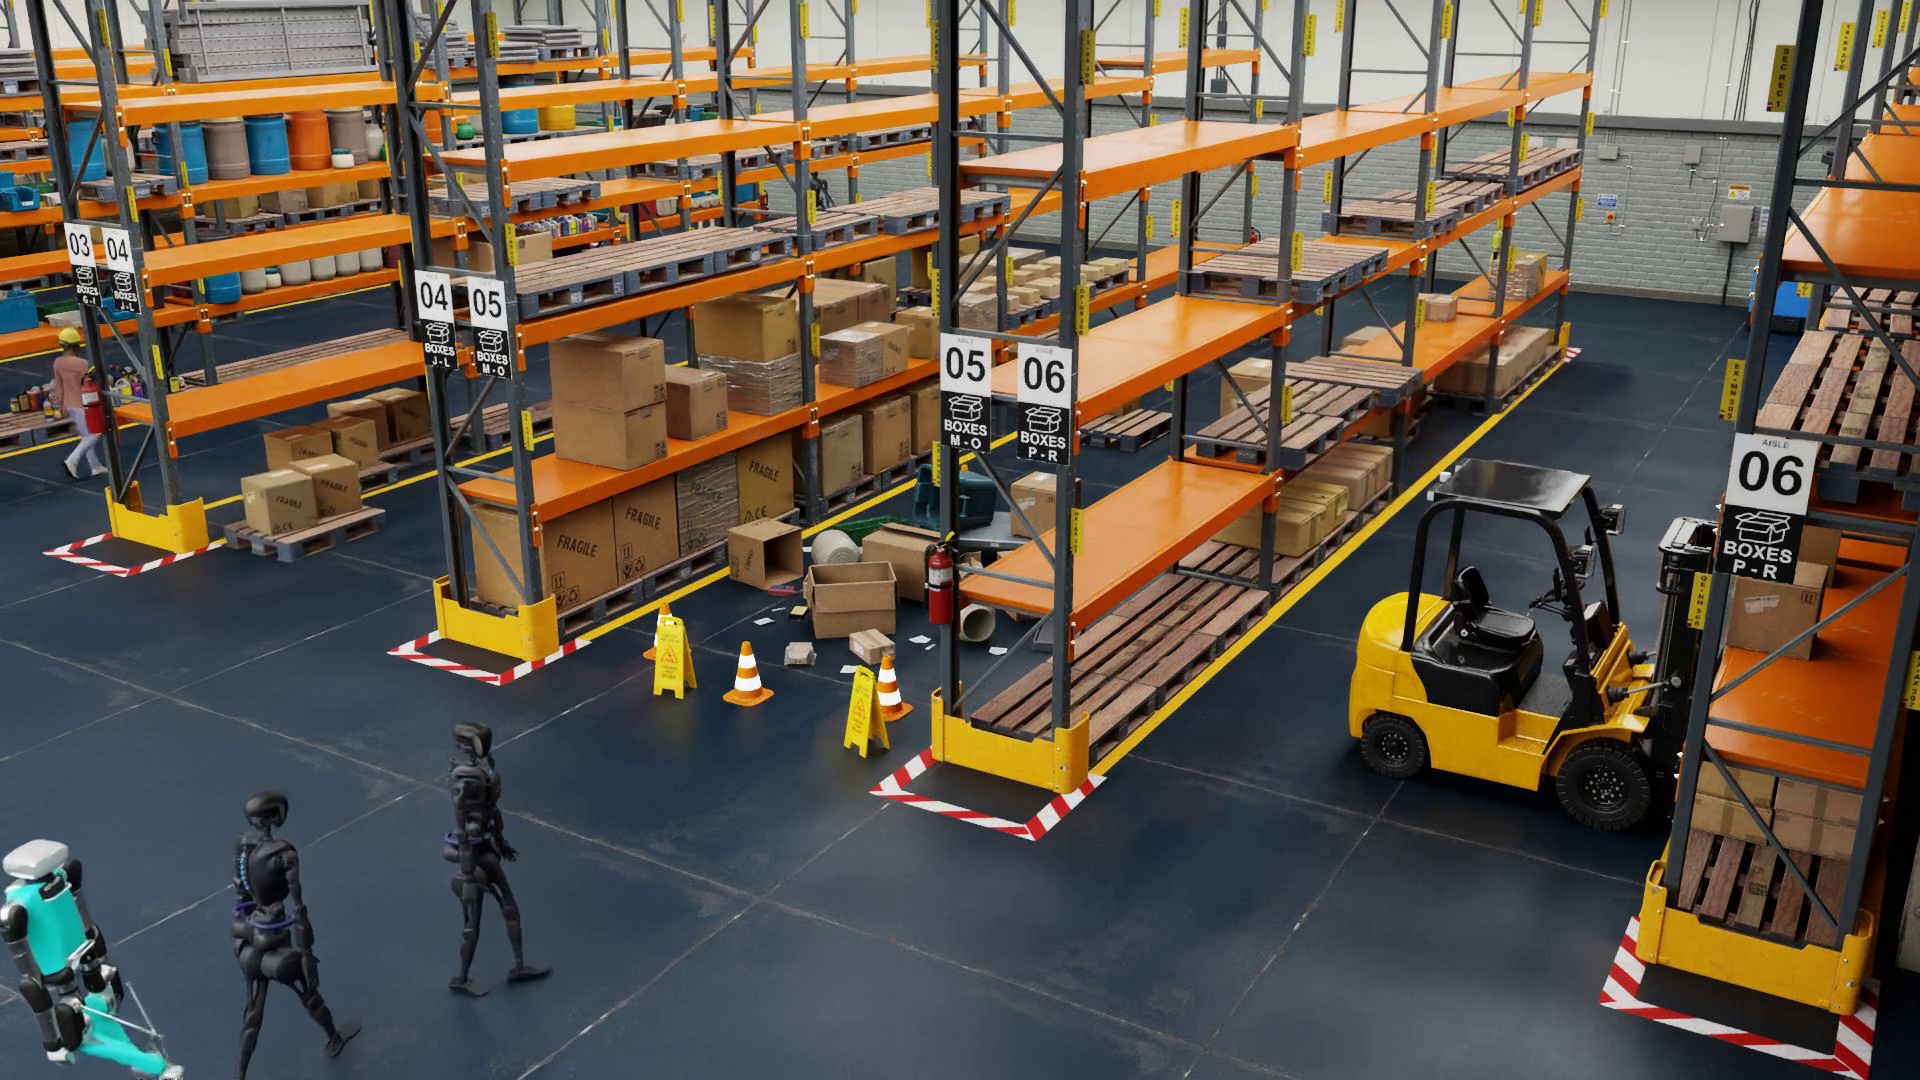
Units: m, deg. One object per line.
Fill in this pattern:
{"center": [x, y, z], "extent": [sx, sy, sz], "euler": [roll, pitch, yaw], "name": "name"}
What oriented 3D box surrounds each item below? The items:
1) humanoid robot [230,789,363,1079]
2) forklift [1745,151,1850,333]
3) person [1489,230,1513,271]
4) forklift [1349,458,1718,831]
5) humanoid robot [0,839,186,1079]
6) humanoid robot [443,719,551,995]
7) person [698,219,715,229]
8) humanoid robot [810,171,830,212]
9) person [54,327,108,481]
{"center": [-3.539, 2.044, 8.600], "extent": [0.600, 1.636, 0.760], "euler": [13, 23, 33], "name": "humanoid robot"}
{"center": [13.620, -4.667, 26.137], "extent": [1.873, 2.768, 1.129], "euler": [11, 22, 29], "name": "forklift"}
{"center": [8.987, -4.575, 27.654], "extent": [0.317, 1.694, 0.539], "euler": [16, 24, 38], "name": "person"}
{"center": [3.988, 0.658, 11.776], "extent": [2.313, 2.155, 1.214], "euler": [11, 22, 29], "name": "forklift"}
{"center": [-3.964, 2.246, 7.895], "extent": [0.994, 1.757, 0.532], "euler": [2, 19, 4], "name": "humanoid robot"}
{"center": [-2.655, 1.774, 9.332], "extent": [0.520, 1.642, 0.596], "euler": [1, 19, 4], "name": "humanoid robot"}
{"center": [-5.317, -7.003, 34.697], "extent": [0.483, 1.686, 0.350], "euler": [-1, 19, -2], "name": "person"}
{"center": [-2.937, -6.915, 34.527], "extent": [0.609, 1.621, 0.798], "euler": [-9, 21, -25], "name": "humanoid robot"}
{"center": [-9.946, -1.518, 18.728], "extent": [0.534, 1.750, 0.632], "euler": [9, 21, 23], "name": "person"}
